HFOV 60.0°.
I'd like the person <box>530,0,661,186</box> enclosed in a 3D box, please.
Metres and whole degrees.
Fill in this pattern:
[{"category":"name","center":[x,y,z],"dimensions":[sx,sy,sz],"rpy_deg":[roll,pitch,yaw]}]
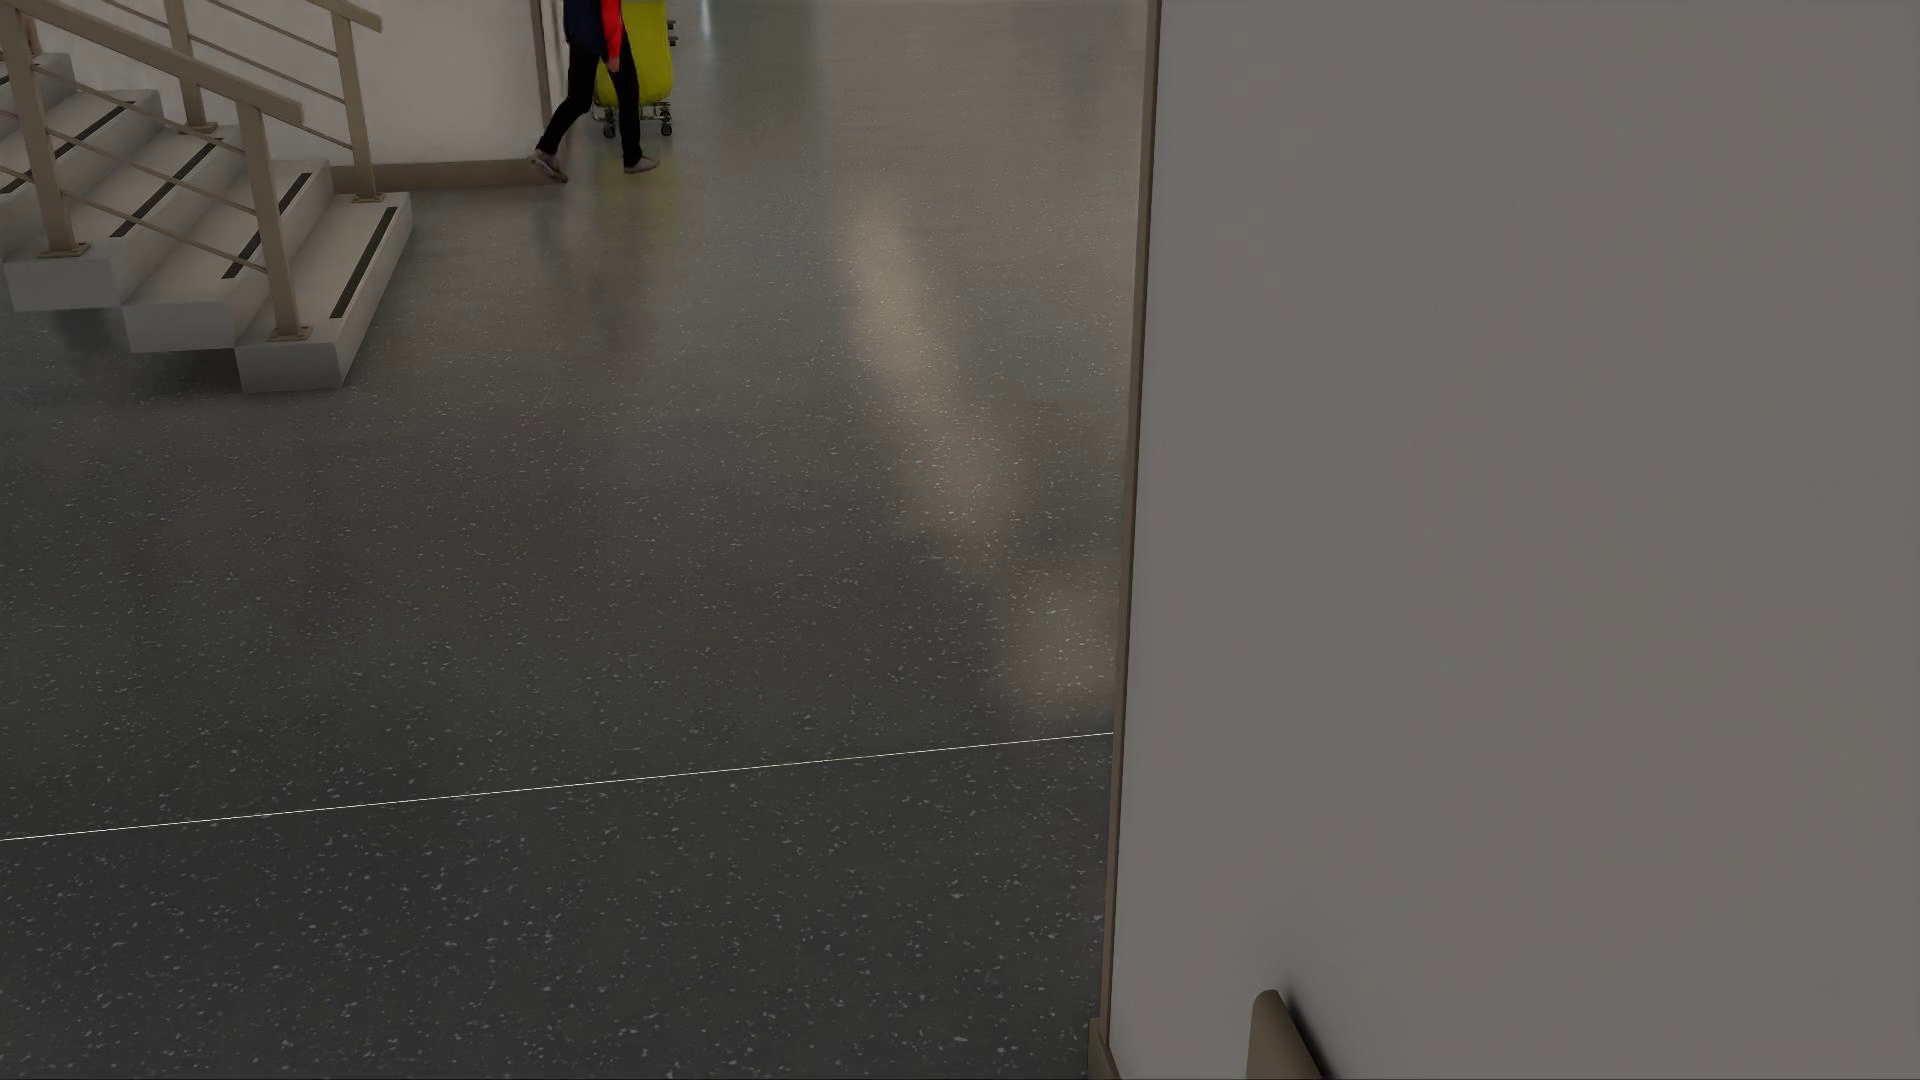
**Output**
[{"category":"person","center":[-2.233,-2.941,9.810],"dimensions":[1.124,1.720,1.198],"rpy_deg":[18,31,33]}]
